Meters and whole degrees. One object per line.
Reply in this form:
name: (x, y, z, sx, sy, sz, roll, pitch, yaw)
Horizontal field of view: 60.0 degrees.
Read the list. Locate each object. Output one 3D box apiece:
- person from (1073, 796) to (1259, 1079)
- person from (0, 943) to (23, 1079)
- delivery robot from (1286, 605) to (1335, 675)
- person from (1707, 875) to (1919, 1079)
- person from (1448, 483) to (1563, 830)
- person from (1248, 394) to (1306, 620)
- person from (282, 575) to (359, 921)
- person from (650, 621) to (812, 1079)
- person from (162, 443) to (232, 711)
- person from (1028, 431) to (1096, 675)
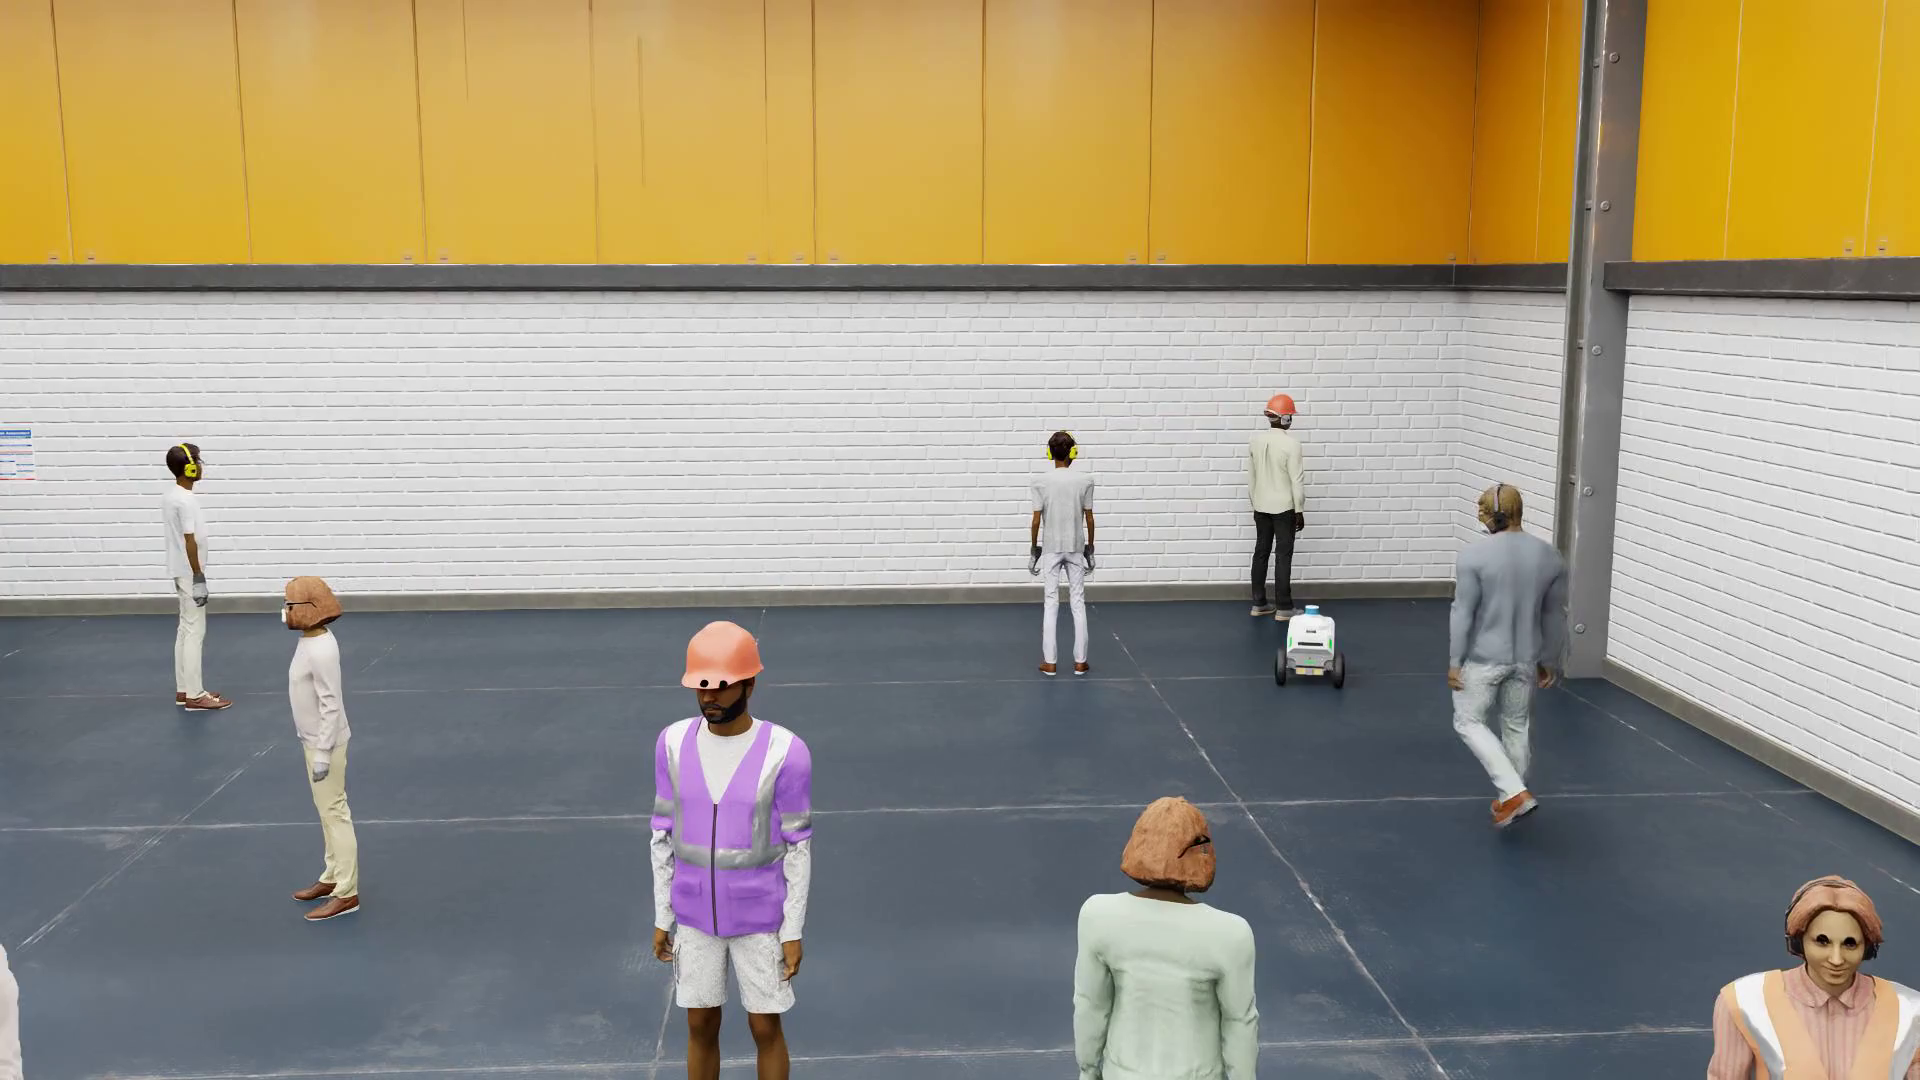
person: (0.563, 1.501, 4.567, 0.509, 1.632, 0.269, 3, 10, 21)
person: (-3.377, 1.194, 5.463, 0.817, 1.953, 0.589, 4, 10, 21)
delivery robot: (2.632, 0.735, 12.461, 0.477, 0.478, 0.707, 2, 9, 13)
person: (2.054, 1.592, 4.005, 0.519, 1.633, 0.312, 3, 9, 16)
person: (2.950, 0.654, 8.974, 0.680, 1.919, 0.557, -2, 9, -14)
person: (2.801, -0.290, 14.681, 0.376, 1.995, 0.612, -7, 11, -37)
person: (-3.039, 0.972, 7.883, 0.279, 1.634, 0.497, -5, 10, -28)
person: (-0.752, 1.214, 5.417, 0.545, 1.939, 0.354, 2, 9, 12)
person: (-5.372, 0.255, 11.643, 0.315, 1.872, 0.533, -7, 11, -37)
person: (0.777, 0.104, 12.640, 0.518, 1.859, 0.330, 0, 9, -1)
